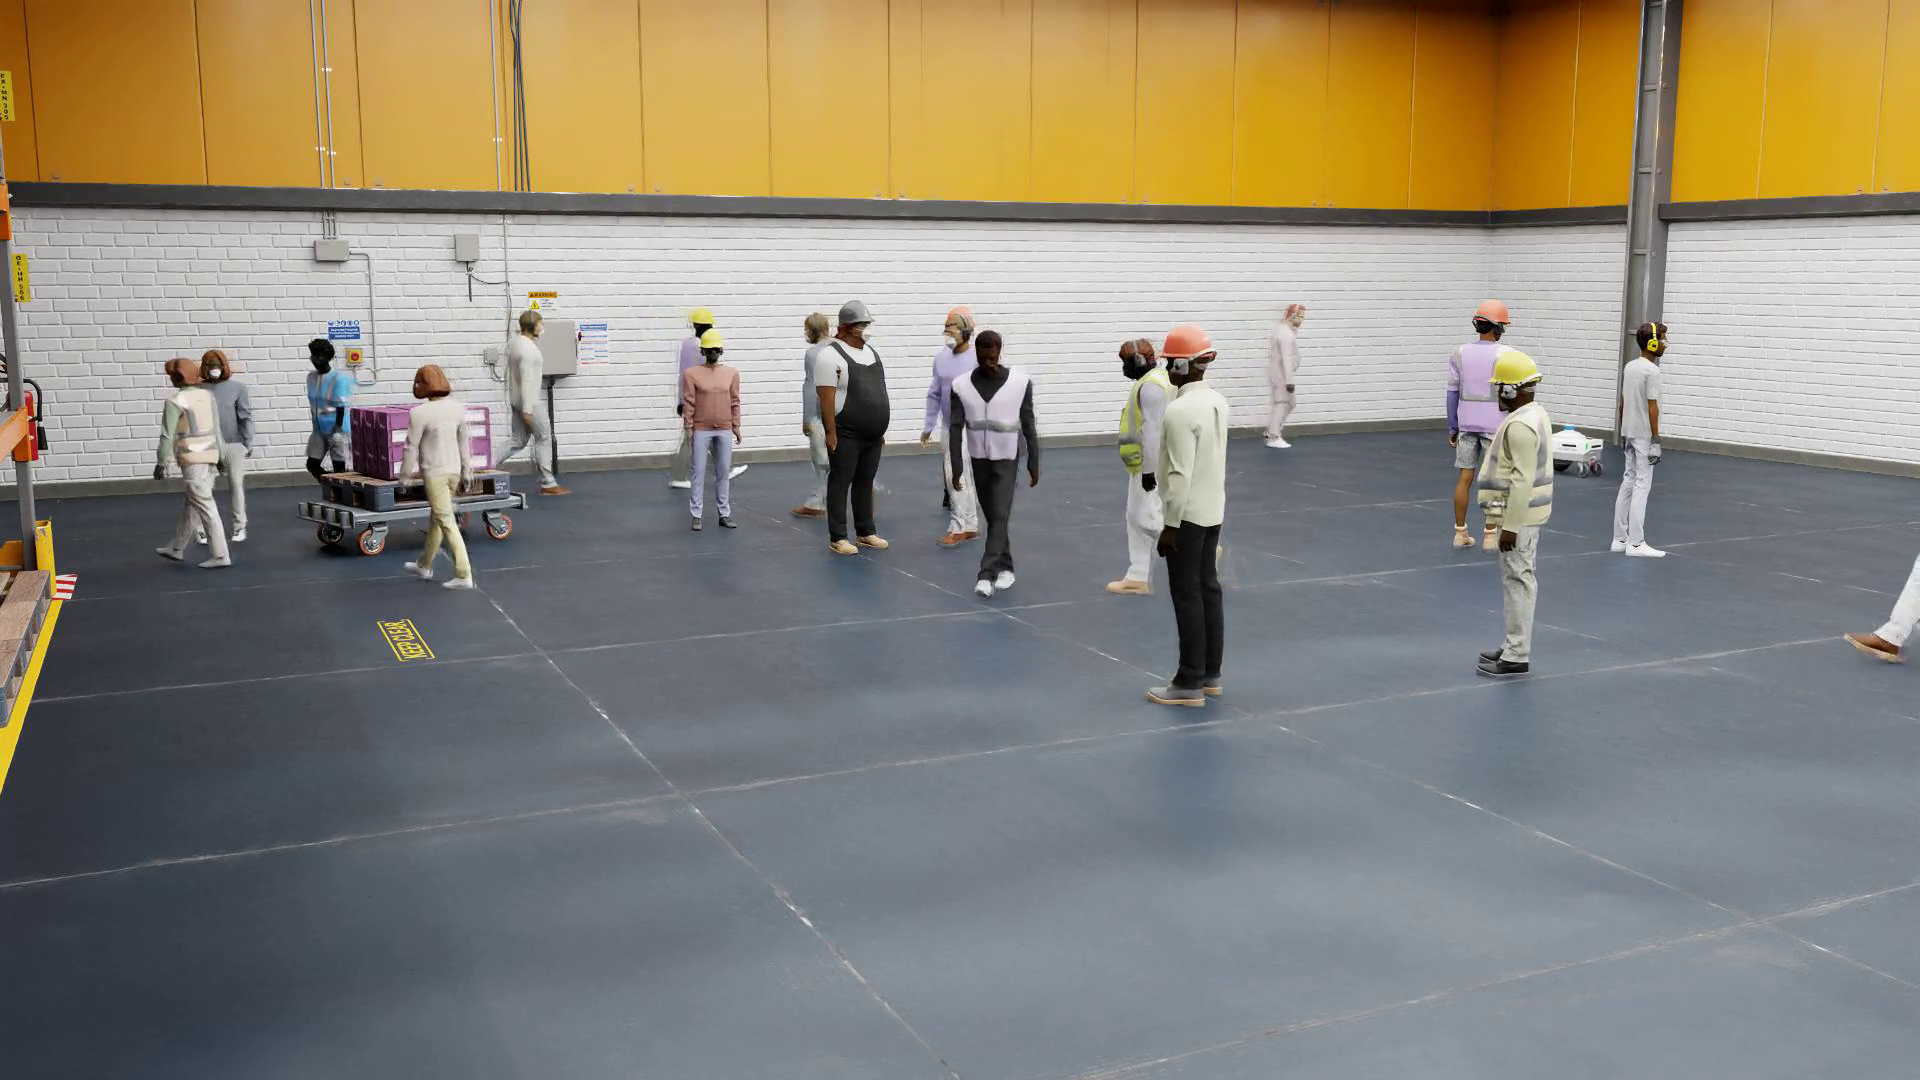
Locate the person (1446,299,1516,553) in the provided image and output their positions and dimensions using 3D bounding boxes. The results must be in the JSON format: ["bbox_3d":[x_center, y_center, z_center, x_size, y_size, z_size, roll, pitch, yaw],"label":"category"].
[{"bbox_3d":[4.258,-0.921,13.493,0.615,2.040,0.391,9,13,44],"label":"person"}]

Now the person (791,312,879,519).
[{"bbox_3d":[-1.135,-1.113,15.121,0.830,1.906,0.682,3,10,19],"label":"person"}]

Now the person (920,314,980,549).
[{"bbox_3d":[-0.081,-0.889,13.678,0.722,1.919,0.640,-7,12,-38],"label":"person"}]

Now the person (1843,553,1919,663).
[{"bbox_3d":[5.561,-0.161,9.387,0.941,1.839,0.606,2,9,14],"label":"person"}]

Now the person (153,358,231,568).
[{"bbox_3d":[-5.946,-0.581,12.709,0.788,1.605,0.528,1,9,9],"label":"person"}]

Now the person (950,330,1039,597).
[{"bbox_3d":[0.221,-0.530,11.630,0.605,1.854,0.954,3,10,19],"label":"person"}]

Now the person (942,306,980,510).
[{"bbox_3d":[-0.005,-1.250,15.862,0.358,1.938,0.542,-2,9,-9],"label":"person"}]

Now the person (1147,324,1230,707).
[{"bbox_3d":[1.196,-0.130,8.732,0.396,1.992,0.623,5,11,31],"label":"person"}]

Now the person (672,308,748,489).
[{"bbox_3d":[-2.641,-1.490,17.497,0.976,1.878,0.615,-6,11,-33],"label":"person"}]

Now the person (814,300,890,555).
[{"bbox_3d":[-0.815,-0.913,13.446,0.537,2.000,0.682,7,12,38],"label":"person"}]

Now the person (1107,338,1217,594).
[{"bbox_3d":[1.415,-0.503,11.630,0.693,1.809,0.679,1,9,4],"label":"person"}]

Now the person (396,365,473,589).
[{"bbox_3d":[-3.817,-0.455,11.958,0.819,1.594,0.521,5,10,26],"label":"person"}]

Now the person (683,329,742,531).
[{"bbox_3d":[-2.168,-0.966,14.629,0.526,1.768,0.331,-4,10,-24],"label":"person"}]

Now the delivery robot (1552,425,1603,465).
[{"bbox_3d":[6.796,-1.045,18.573,0.477,0.478,0.707,-7,11,-35],"label":"delivery robot"}]

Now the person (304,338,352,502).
[{"bbox_3d":[-5.662,-0.973,14.934,0.537,1.674,0.376,5,10,27],"label":"person"}]

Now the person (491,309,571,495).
[{"bbox_3d":[-4.443,-1.363,16.709,0.907,1.907,0.649,-5,10,-26],"label":"person"}]

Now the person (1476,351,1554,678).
[{"bbox_3d":[3.098,-0.140,9.312,0.404,1.829,0.592,4,10,23],"label":"person"}]

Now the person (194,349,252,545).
[{"bbox_3d":[-6.194,-0.780,13.924,0.509,1.621,0.370,-5,11,-30],"label":"person"}]

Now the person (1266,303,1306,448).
[{"bbox_3d":[4.171,-2.093,21.330,0.485,1.863,0.704,2,9,10],"label":"person"}]

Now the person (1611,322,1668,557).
[{"bbox_3d":[5.460,-0.803,13.299,0.311,1.869,0.532,-1,9,-5],"label":"person"}]
